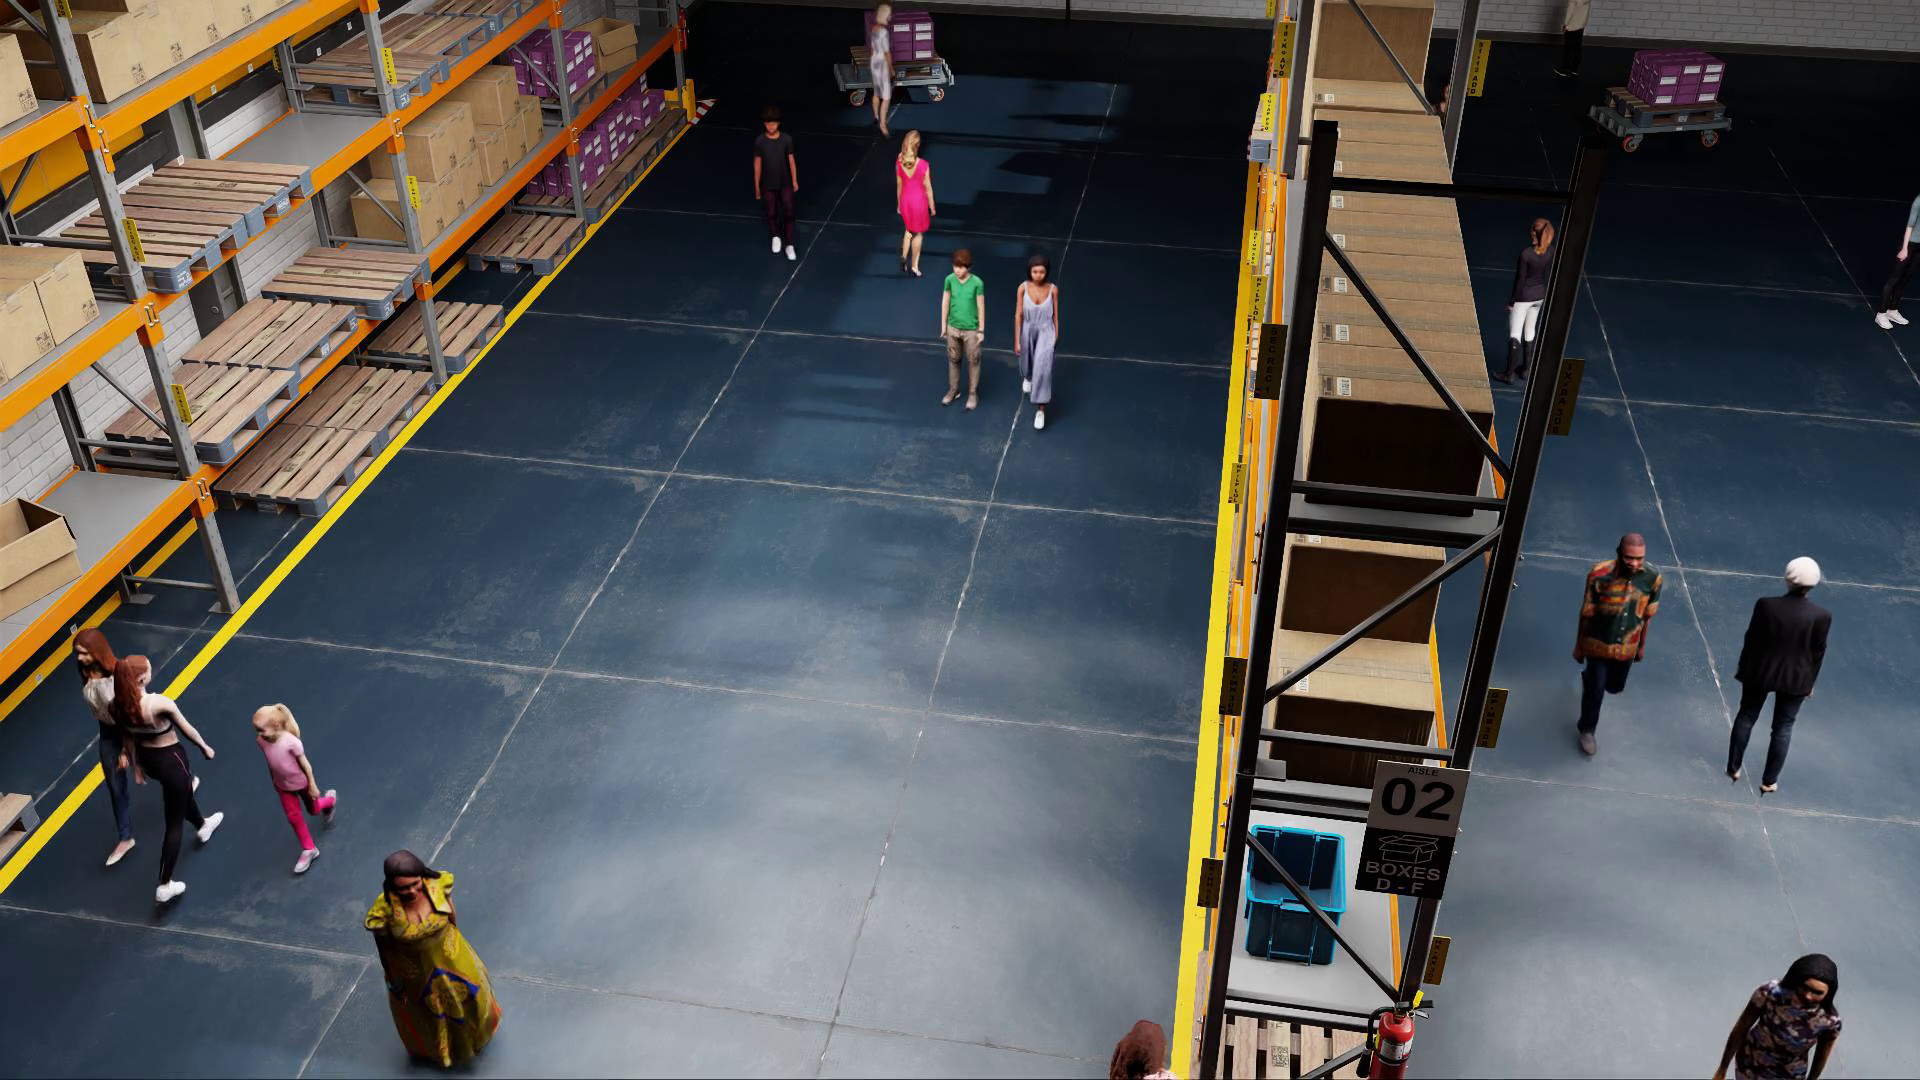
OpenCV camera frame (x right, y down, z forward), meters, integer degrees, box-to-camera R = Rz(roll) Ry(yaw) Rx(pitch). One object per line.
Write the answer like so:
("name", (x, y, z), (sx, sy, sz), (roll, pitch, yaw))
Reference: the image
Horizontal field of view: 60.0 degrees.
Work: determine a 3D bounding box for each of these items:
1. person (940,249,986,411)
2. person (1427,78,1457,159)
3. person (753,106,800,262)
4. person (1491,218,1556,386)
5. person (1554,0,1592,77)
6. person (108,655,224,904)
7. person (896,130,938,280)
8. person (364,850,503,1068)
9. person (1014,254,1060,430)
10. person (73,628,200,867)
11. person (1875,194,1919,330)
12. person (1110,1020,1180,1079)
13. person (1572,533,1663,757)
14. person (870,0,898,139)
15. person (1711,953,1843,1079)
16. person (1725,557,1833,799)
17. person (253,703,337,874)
("person", (0.041, -2.070, 16.130), (0.628, 1.652, 0.577), (12, 35, 17))
("person", (5.778, -4.781, 20.223), (0.713, 1.635, 1.163), (0, 34, 0))
("person", (-2.118, -4.169, 19.189), (0.811, 1.761, 0.964), (-4, 34, -6))
("person", (5.622, -2.374, 16.518), (0.666, 1.729, 0.709), (-17, 37, -23))
("person", (9.150, -7.644, 24.697), (0.651, 1.452, 0.690), (-17, 37, -23))
("person", (-5.127, 1.527, 10.661), (0.574, 1.715, 1.119), (5, 34, 7))
("person", (-0.551, -3.698, 18.520), (0.699, 1.717, 0.758), (19, 38, 26))
("person", (-3.093, 2.340, 9.503), (0.921, 1.643, 0.998), (-27, 42, -34))
("person", (0.738, -1.980, 15.986), (0.612, 1.661, 1.122), (4, 34, 6))
("person", (-5.480, 1.247, 11.108), (0.587, 1.687, 1.096), (8, 34, 12))
("person", (10.077, -3.091, 17.587), (0.667, 1.740, 0.699), (-13, 36, -19))
("person", (0.920, 3.143, 8.169), (0.773, 1.782, 0.845), (-27, 42, -34))
("person", (4.632, 0.663, 11.896), (0.745, 1.788, 0.940), (2, 34, 3))
("person", (-1.104, -6.400, 22.570), (0.965, 1.734, 0.806), (-23, 40, -30))
("person", (4.304, 2.769, 8.819), (0.961, 1.686, 1.186), (24, 41, 32))
("person", (5.313, 0.892, 10.712), (0.812, 1.777, 0.734), (21, 39, 29))
("person", (-4.387, 1.559, 11.030), (0.492, 1.254, 0.809), (5, 34, 7))
